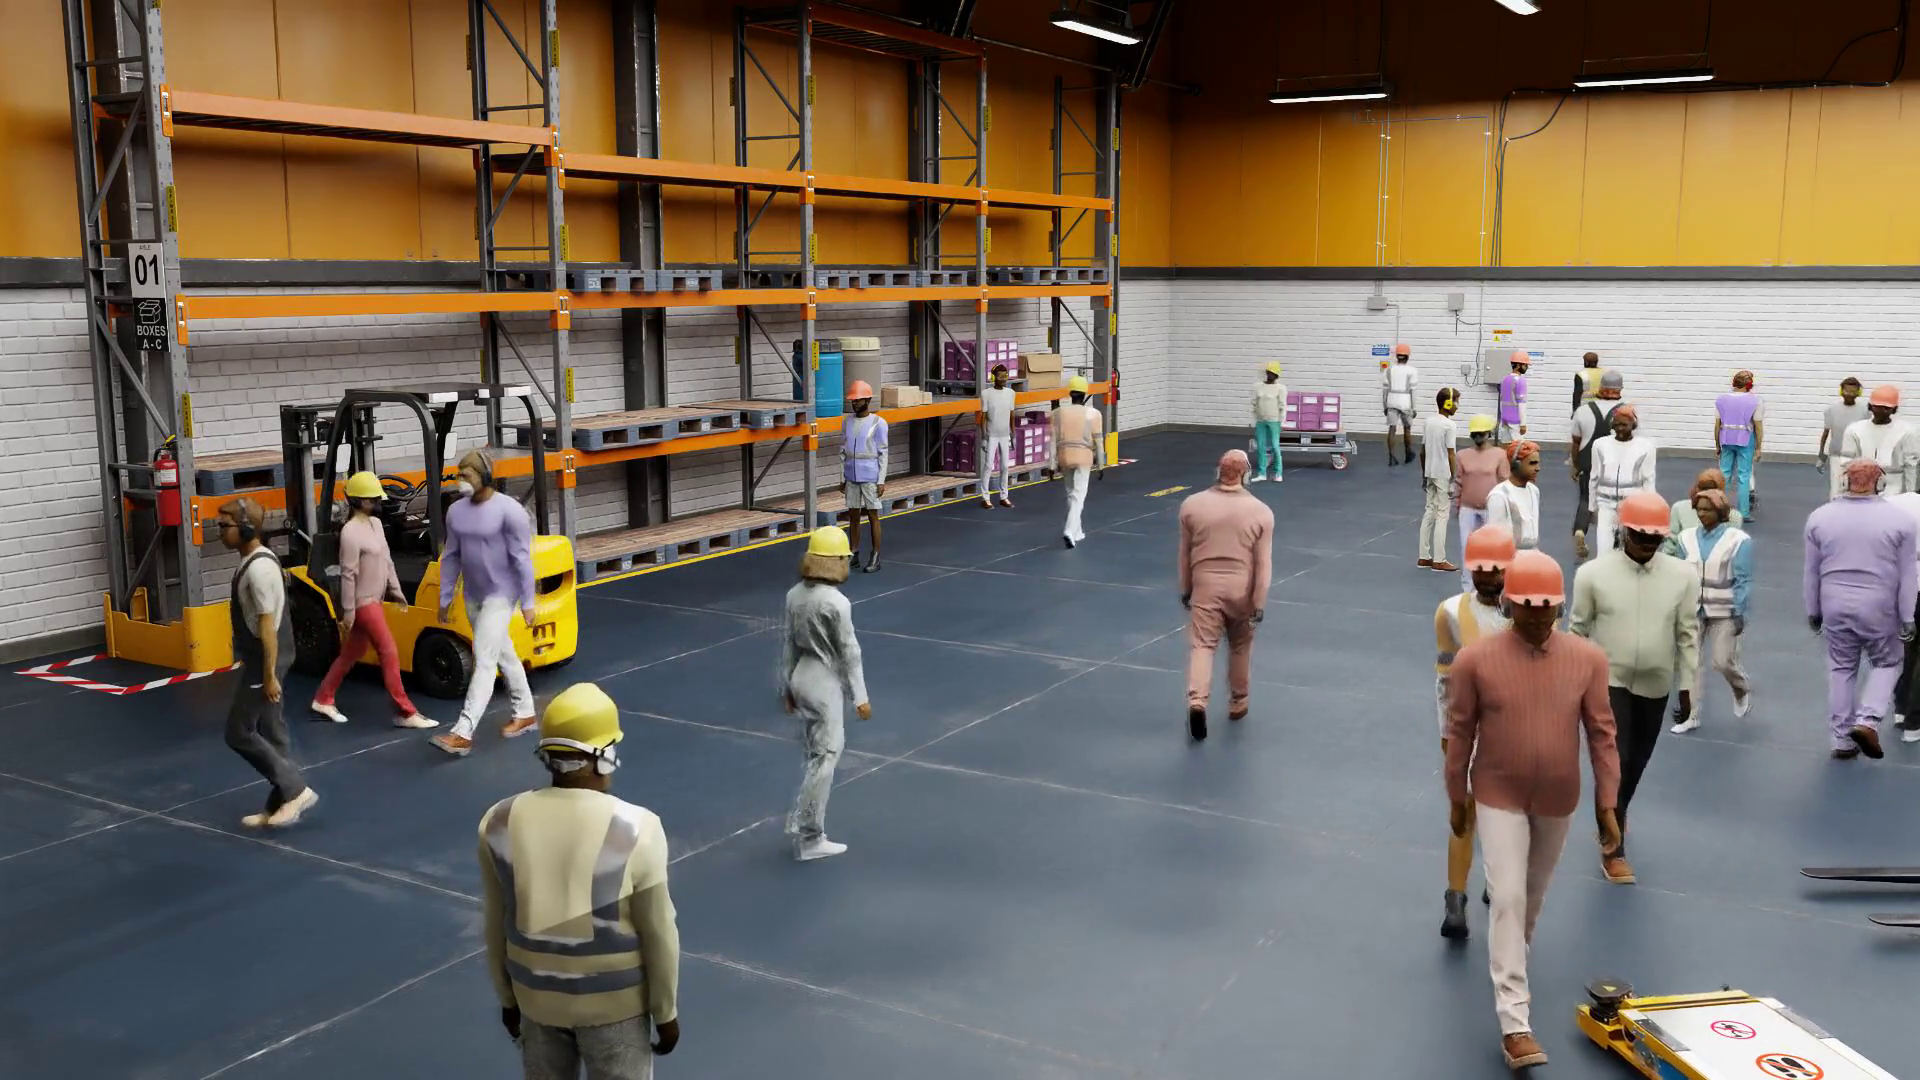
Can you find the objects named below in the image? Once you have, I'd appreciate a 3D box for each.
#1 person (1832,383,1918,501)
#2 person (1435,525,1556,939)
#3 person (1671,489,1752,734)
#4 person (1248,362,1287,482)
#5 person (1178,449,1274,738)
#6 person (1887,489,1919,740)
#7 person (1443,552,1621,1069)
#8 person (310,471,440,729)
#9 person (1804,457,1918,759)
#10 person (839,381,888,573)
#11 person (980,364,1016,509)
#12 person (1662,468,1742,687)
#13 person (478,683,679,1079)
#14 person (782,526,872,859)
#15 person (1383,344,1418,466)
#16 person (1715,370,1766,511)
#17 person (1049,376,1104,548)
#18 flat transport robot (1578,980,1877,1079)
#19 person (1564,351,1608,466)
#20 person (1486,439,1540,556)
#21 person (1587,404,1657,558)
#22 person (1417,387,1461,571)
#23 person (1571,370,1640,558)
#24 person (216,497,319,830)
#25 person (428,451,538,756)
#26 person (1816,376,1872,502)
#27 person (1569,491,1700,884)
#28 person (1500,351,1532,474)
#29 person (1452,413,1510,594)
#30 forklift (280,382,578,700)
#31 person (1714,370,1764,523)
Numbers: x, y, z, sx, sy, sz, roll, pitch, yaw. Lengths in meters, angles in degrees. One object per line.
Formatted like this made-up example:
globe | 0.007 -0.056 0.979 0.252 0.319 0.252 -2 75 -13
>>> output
person | 8.319 -0.420 15.187 0.651 2.008 0.777 8 12 41
person | 2.433 0.862 7.643 0.550 1.872 1.036 4 10 22
person | 4.961 0.457 10.916 0.586 1.621 0.515 -8 12 -40
person | 4.455 -1.693 24.023 0.564 1.735 0.349 6 11 33
person | 1.727 0.338 10.918 0.633 1.868 0.916 3 9 16
person | 6.341 0.335 10.841 0.749 1.892 0.586 -9 13 -44
person | 2.237 1.007 6.510 0.609 1.940 1.030 0 9 1
person | -3.940 0.394 10.982 0.885 1.727 0.522 0 9 -2
person | 5.554 0.430 10.271 0.666 1.884 0.431 9 13 44
person | -0.990 -0.637 16.769 0.542 1.939 0.359 5 10 28
person | 0.490 -1.323 21.313 0.509 1.860 0.318 -5 10 -27
person | 5.369 0.266 12.110 0.564 1.612 0.409 7 12 39
person | -1.100 1.324 4.901 0.594 1.822 0.404 2 9 14
person | -0.701 0.788 8.544 0.406 1.723 0.480 -6 11 -33
person | 6.963 -2.129 26.201 0.570 1.896 0.930 5 10 29
person | 9.796 -1.232 20.899 0.609 1.808 0.711 1 9 5
person | 1.270 -0.867 18.385 0.599 1.891 0.932 3 10 19
flat transport robot | 2.887 1.931 5.928 0.652 0.197 1.431 -2 9 -10
person | 9.765 -2.011 25.774 0.640 1.844 0.699 -2 9 -15
person | 3.813 0.242 11.513 0.349 1.875 0.569 9 13 44
person | 6.040 -0.327 15.166 0.580 1.846 0.975 6 11 31
person | 4.881 -0.616 16.878 0.329 1.863 0.535 -3 10 -20
person | 6.760 -0.804 17.492 0.687 2.000 0.845 6 11 33
person | -3.772 0.674 8.921 0.396 1.833 0.525 -3 10 -20
person | -3.060 0.392 10.501 0.648 1.884 1.011 5 11 31
person | 10.074 -0.941 18.936 0.558 1.848 0.384 5 10 29
person | 3.406 0.685 8.518 0.613 1.957 0.972 1 9 8
person | 7.763 -1.671 23.251 0.376 1.931 0.542 -2 9 -11
person | 4.793 -0.305 15.278 0.532 1.744 0.620 6 11 32
forklift | -3.974 -0.067 12.417 2.313 2.155 1.214 5 11 30
person | 9.397 -1.126 20.107 0.390 1.846 0.564 -9 13 -43
